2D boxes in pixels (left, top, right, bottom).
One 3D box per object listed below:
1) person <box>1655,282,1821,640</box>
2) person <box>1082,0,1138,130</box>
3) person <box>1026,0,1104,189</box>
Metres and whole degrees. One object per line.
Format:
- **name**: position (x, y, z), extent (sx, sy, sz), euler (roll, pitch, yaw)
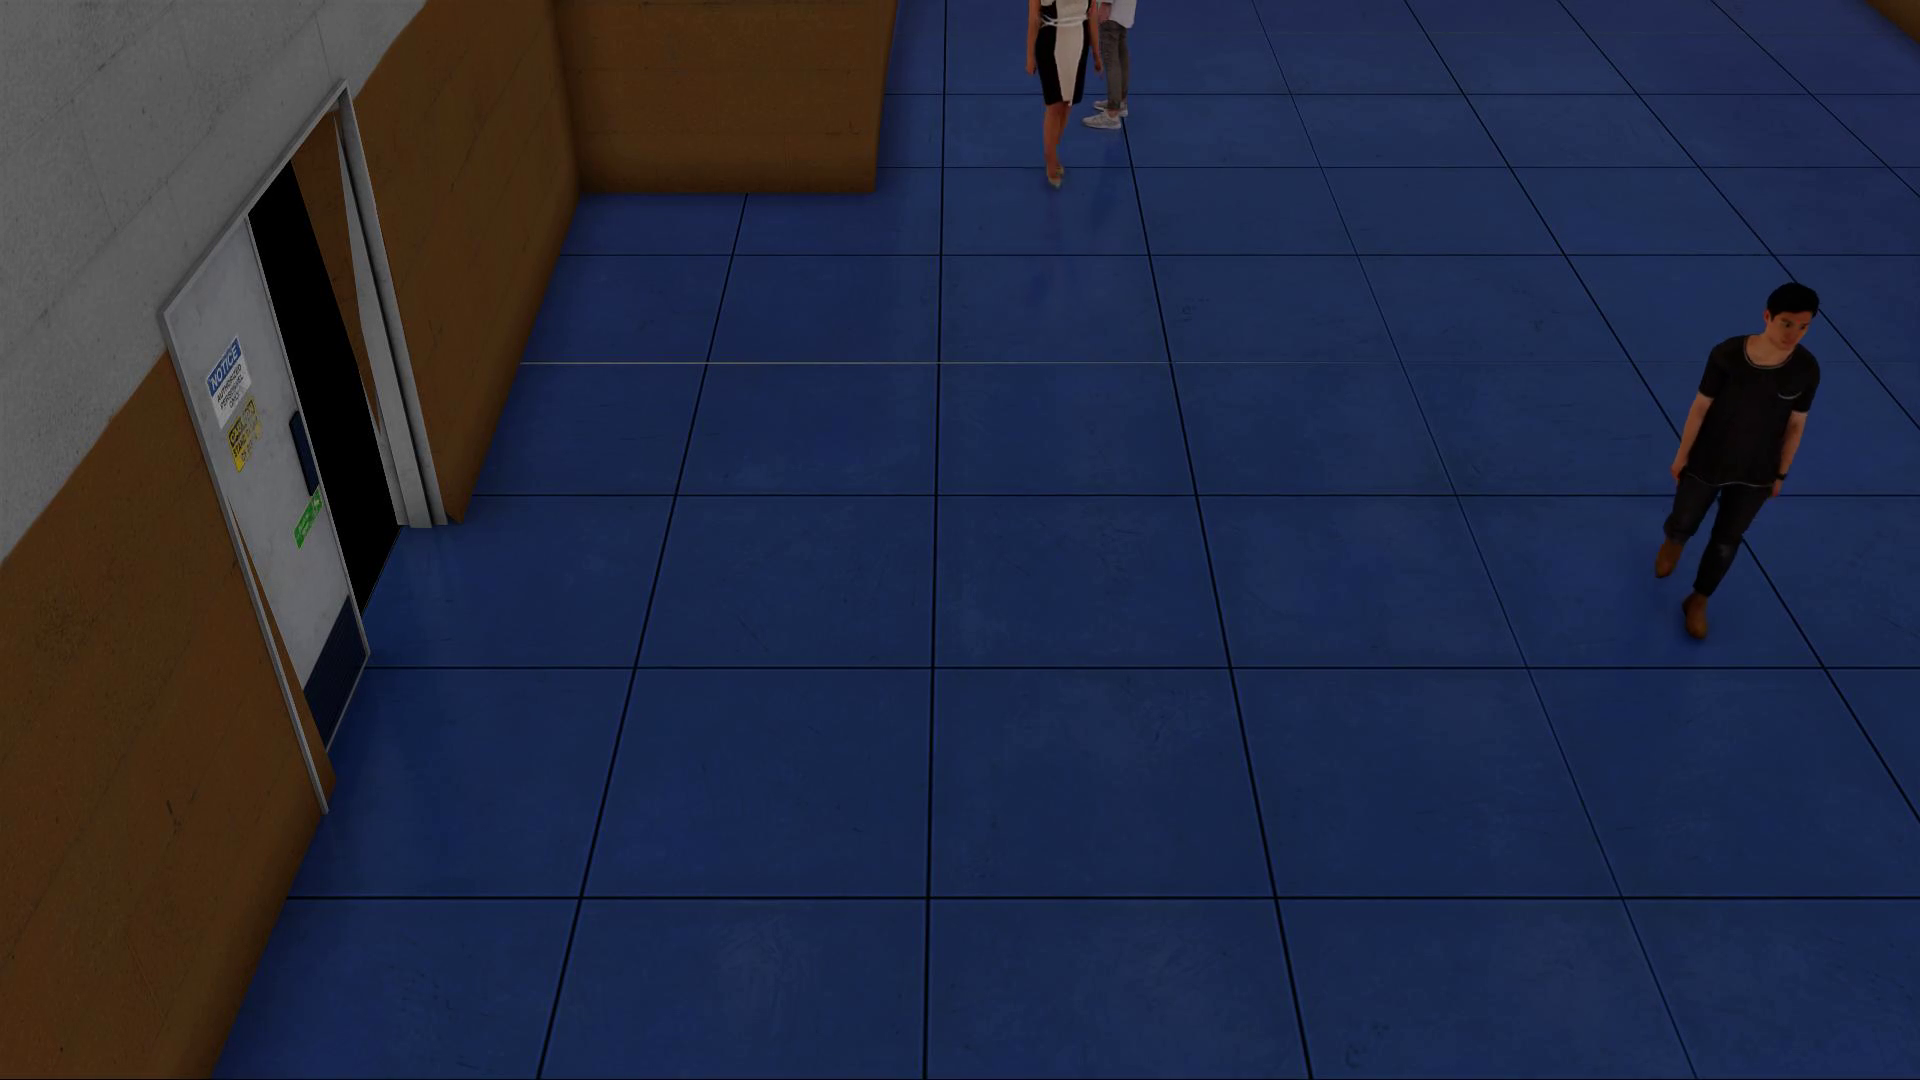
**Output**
- **person**: position (3.392, -0.396, 7.321), extent (0.860, 1.702, 0.838), euler (11, 38, 15)
- **person**: position (1.105, -3.857, 11.817), extent (0.678, 1.840, 0.737), euler (12, 39, 16)
- **person**: position (0.642, -3.269, 11.120), extent (0.785, 1.736, 0.825), euler (-16, 40, -20)
